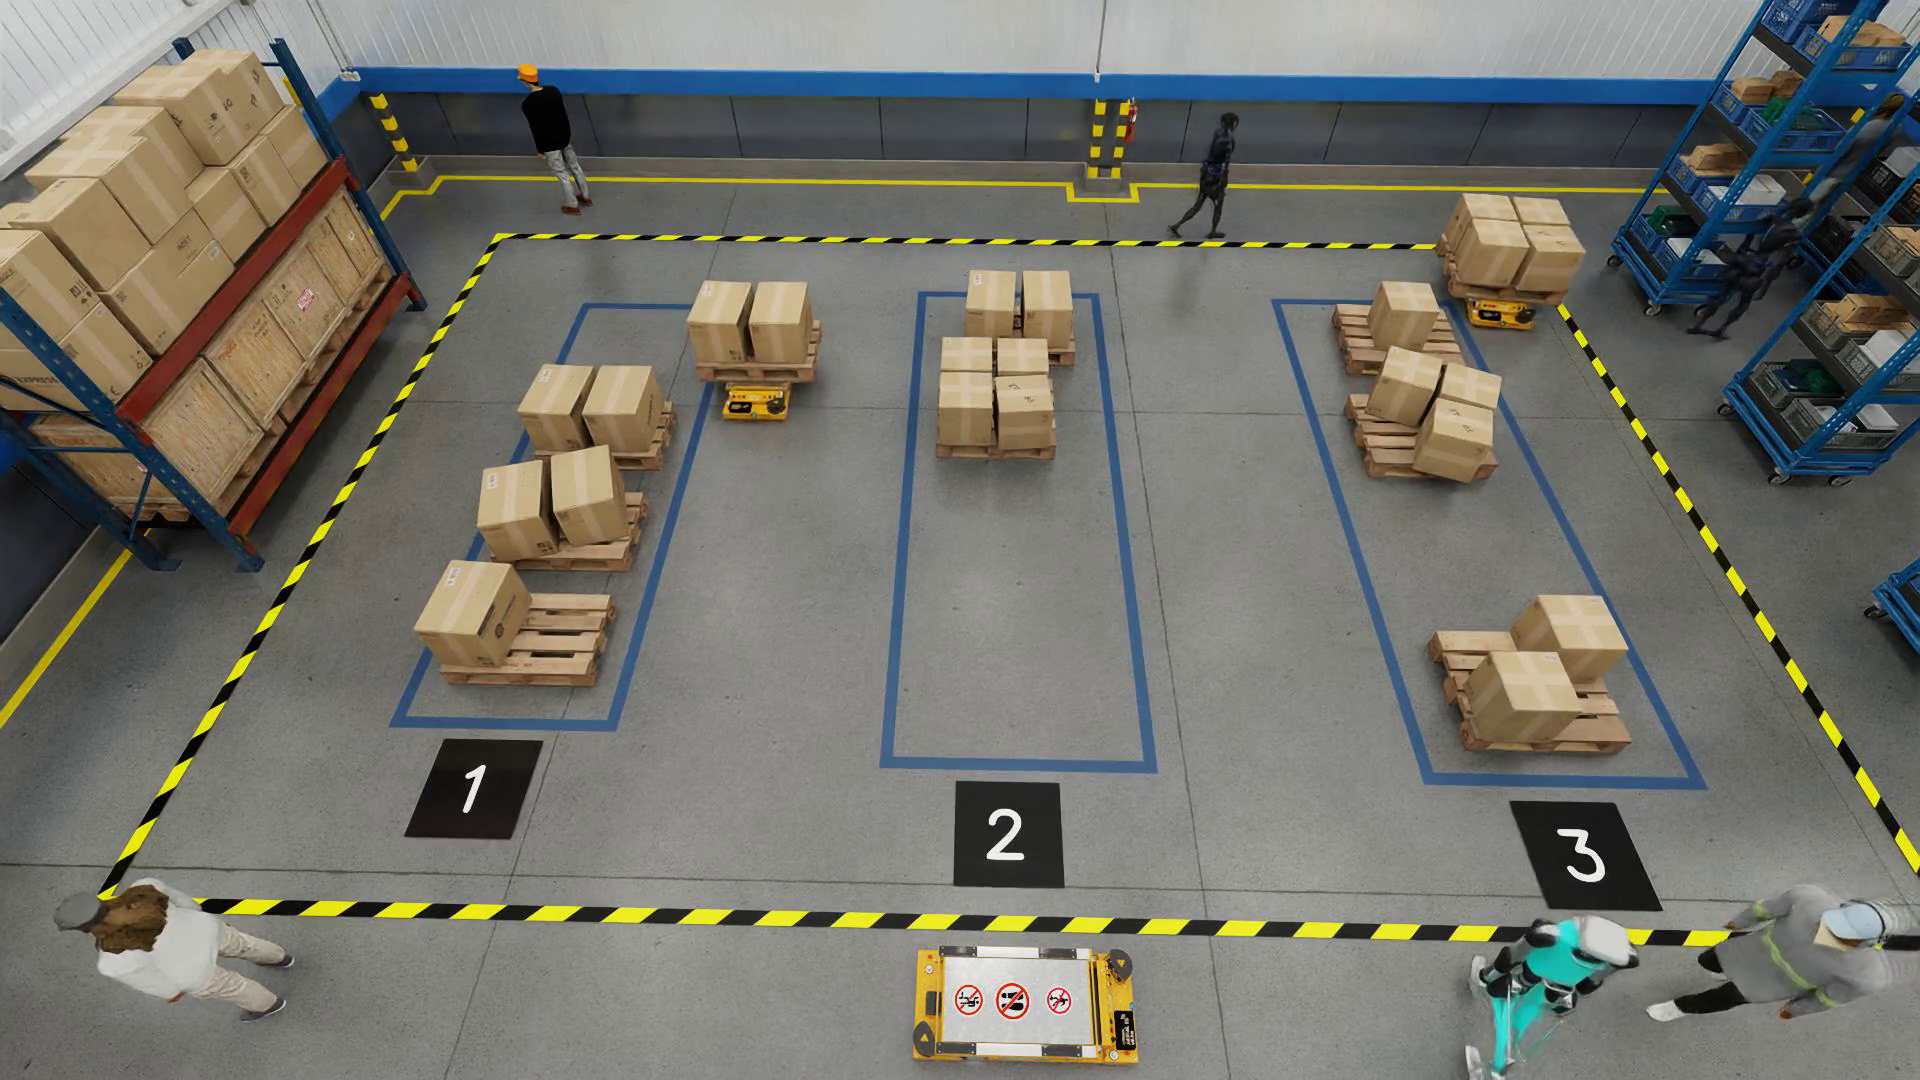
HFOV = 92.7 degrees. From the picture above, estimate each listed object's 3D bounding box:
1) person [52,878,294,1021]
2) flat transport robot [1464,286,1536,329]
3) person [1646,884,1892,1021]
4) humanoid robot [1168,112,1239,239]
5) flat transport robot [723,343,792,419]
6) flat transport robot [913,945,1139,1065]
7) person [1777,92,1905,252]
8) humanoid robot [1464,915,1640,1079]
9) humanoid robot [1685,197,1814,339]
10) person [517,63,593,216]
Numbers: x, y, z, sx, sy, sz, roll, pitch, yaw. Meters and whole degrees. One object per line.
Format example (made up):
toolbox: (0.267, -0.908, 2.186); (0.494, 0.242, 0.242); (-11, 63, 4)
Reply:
person: (-4.653, 2.473, 5.504); (0.408, 1.761, 0.570); (-8, 51, -7)
flat transport robot: (6.354, -3.062, 10.964); (0.652, 0.197, 1.431); (7, 51, 5)
person: (4.872, 2.500, 5.441); (0.619, 1.836, 0.598); (-7, 51, -5)
humanoid robot: (3.046, -4.420, 11.218); (0.742, 1.649, 0.609); (-7, 51, -6)
flat transport robot: (-2.140, -1.880, 10.000); (0.652, 0.197, 1.431); (1, 51, 1)
flat transport robot: (0.422, 3.041, 6.007); (1.431, 0.231, 0.659); (1, 51, 1)
person: (10.517, -4.370, 10.981); (0.620, 1.932, 0.370); (-4, 51, -3)
humanoid robot: (3.316, 2.733, 5.308); (0.543, 1.730, 1.033); (11, 52, 9)
humanoid robot: (8.595, -2.943, 9.980); (0.433, 1.646, 0.602); (-6, 51, -5)
person: (-5.108, -5.017, 11.536); (0.378, 1.882, 0.584); (23, 54, 17)
